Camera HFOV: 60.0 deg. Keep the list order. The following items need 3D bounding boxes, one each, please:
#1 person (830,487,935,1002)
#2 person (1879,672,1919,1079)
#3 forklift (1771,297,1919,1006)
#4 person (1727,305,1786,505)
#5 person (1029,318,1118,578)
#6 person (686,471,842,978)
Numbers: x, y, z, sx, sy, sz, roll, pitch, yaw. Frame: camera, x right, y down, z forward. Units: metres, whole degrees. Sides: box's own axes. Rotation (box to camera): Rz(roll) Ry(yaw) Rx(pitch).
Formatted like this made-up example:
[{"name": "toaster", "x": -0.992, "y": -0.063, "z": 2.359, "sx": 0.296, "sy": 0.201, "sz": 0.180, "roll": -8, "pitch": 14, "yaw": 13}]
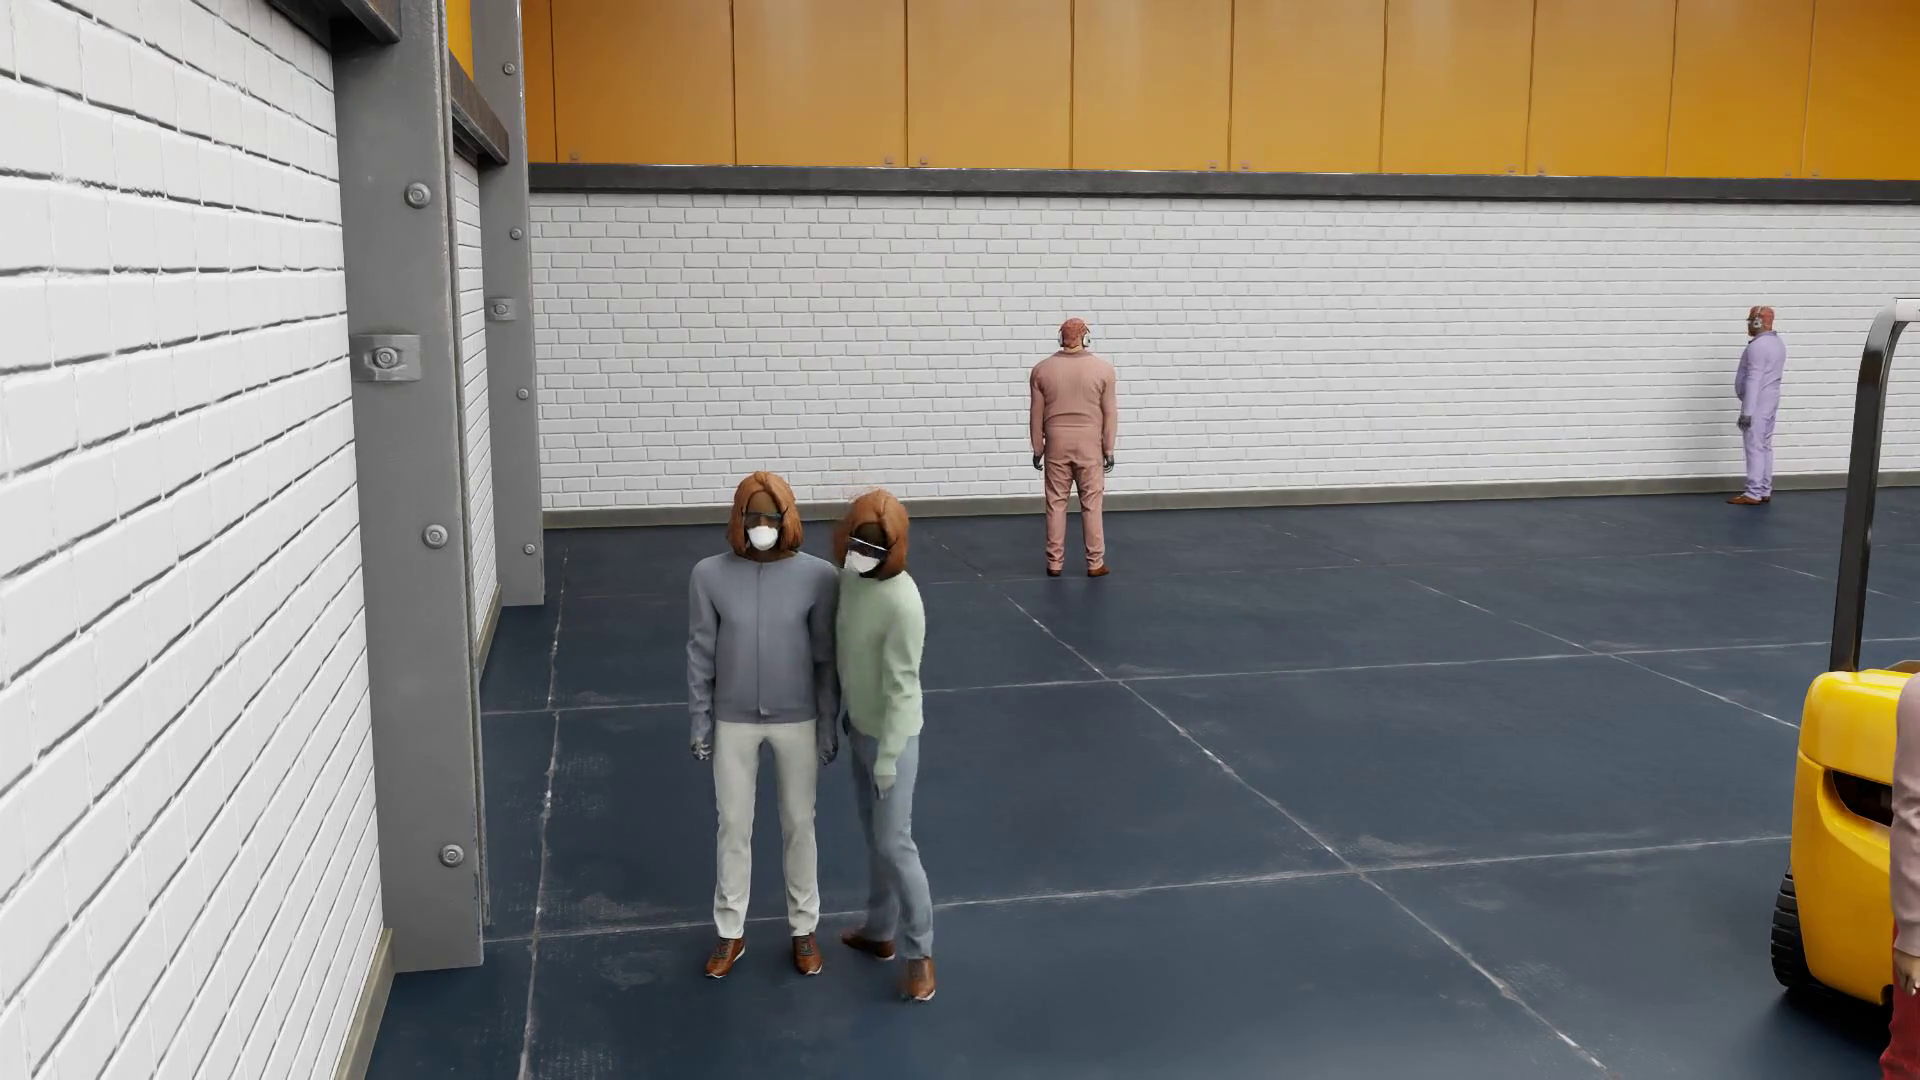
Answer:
[{"name": "person", "x": -0.287, "y": 0.613, "z": 5.266, "sx": 0.309, "sy": 1.611, "sz": 0.609, "roll": -4, "pitch": 10, "yaw": -24}, {"name": "person", "x": 2.208, "y": 0.813, "z": 3.558, "sx": 0.525, "sy": 1.769, "sz": 0.313, "roll": -3, "pitch": 10, "yaw": -18}, {"name": "forklift", "x": 3.542, "y": 0.334, "z": 5.177, "sx": 2.313, "sy": 2.155, "sz": 1.214, "roll": -9, "pitch": 13, "yaw": -43}, {"name": "person", "x": 7.618, "y": -1.284, "z": 15.918, "sx": 0.400, "sy": 1.908, "sz": 0.645, "roll": 9, "pitch": 13, "yaw": 42}, {"name": "person", "x": 0.835, "y": -0.670, "z": 12.194, "sx": 0.643, "sy": 1.902, "sz": 0.400, "roll": 2, "pitch": 10, "yaw": 12}, {"name": "person", "x": -0.622, "y": 0.589, "z": 5.328, "sx": 0.499, "sy": 1.633, "sz": 0.289, "roll": 0, "pitch": 9, "yaw": -3}]
